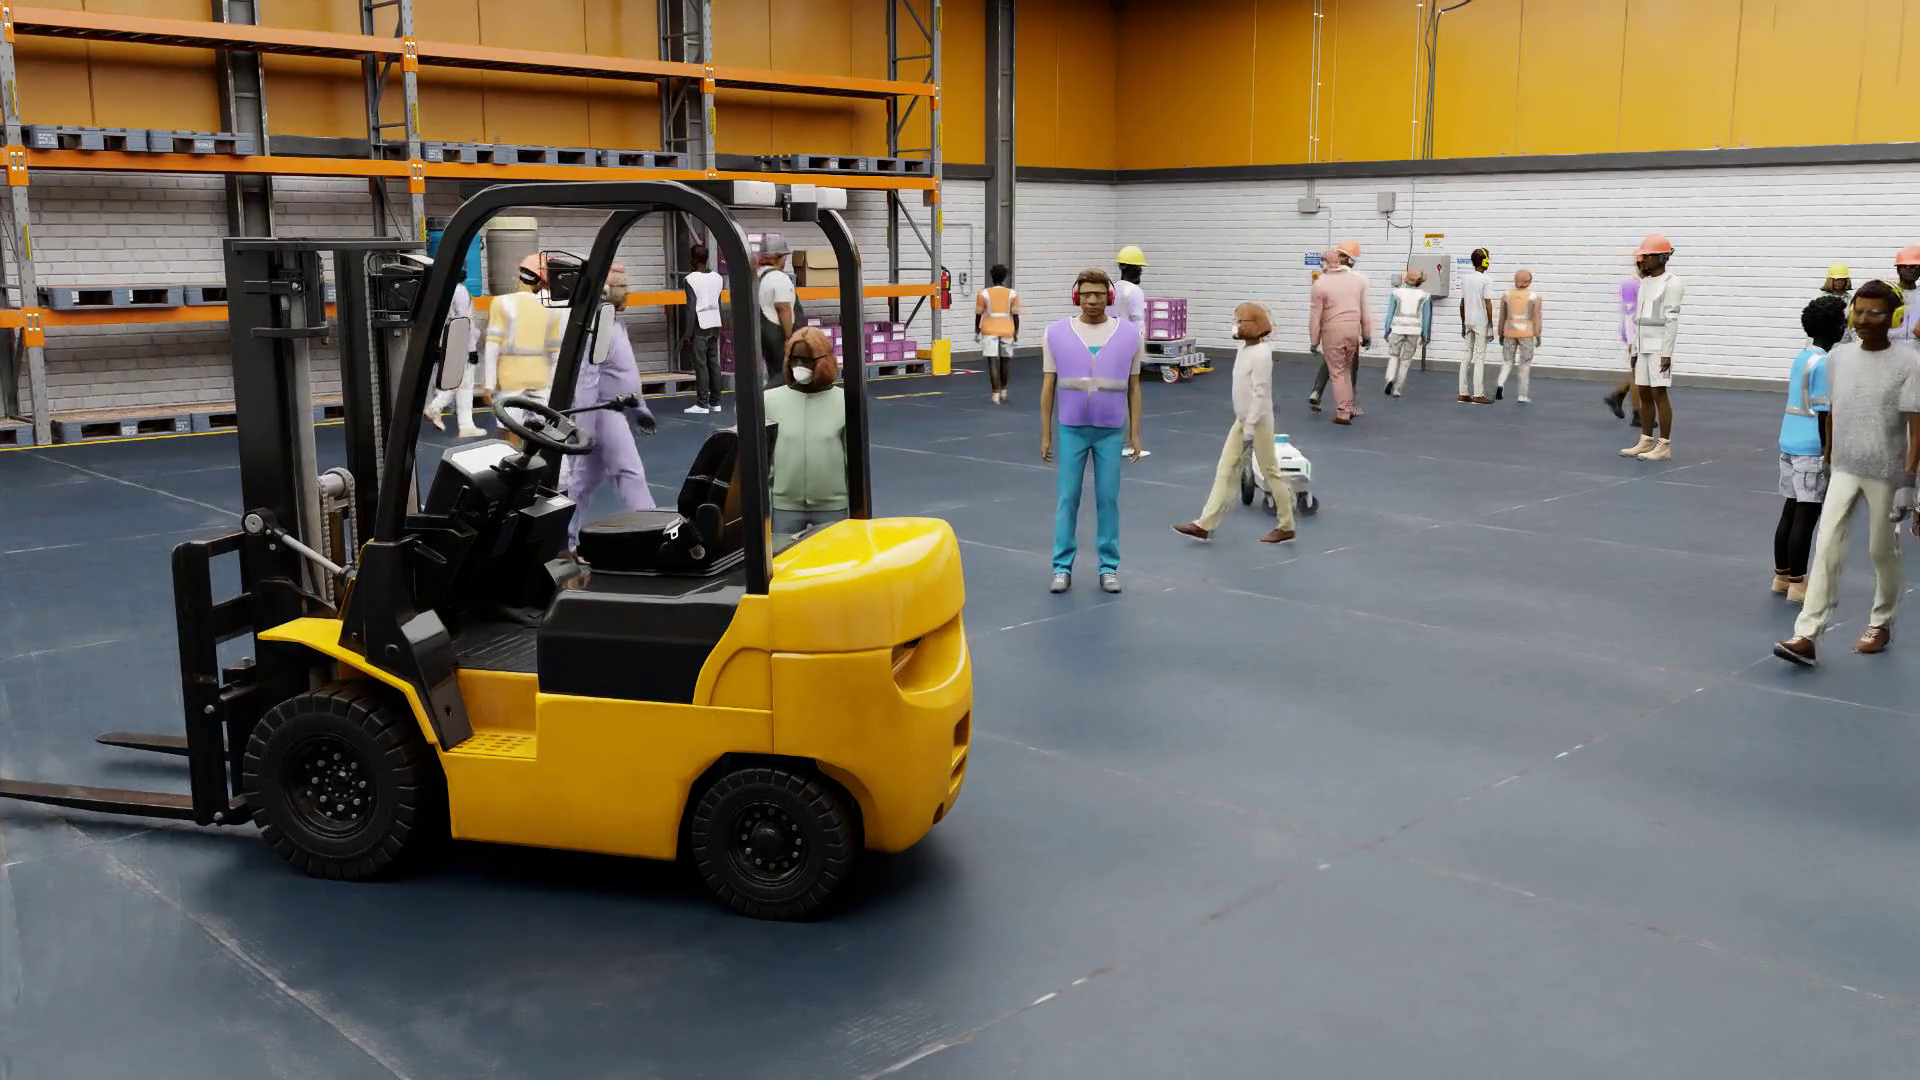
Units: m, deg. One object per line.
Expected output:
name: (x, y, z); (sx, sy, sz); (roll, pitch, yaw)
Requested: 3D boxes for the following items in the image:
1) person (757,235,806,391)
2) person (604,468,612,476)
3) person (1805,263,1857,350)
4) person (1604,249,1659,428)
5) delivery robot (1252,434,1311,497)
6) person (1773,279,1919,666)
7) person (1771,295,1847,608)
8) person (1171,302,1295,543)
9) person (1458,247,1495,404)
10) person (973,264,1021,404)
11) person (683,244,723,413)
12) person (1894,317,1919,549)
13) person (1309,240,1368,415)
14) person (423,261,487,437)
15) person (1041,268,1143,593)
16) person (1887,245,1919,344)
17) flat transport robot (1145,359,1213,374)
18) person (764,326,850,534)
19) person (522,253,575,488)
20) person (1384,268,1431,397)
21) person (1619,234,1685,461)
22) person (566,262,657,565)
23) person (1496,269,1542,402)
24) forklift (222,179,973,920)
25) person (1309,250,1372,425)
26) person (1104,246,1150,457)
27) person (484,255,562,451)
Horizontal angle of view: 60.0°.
person: (-1.911, -2.105, 17.021); (0.679, 2.000, 0.697); (-6, 12, -29)
person: (-2.976, -1.385, 13.775); (0.347, 1.812, 0.710); (7, 12, 32)
person: (8.821, -1.922, 16.838); (0.494, 1.743, 0.308); (1, 10, 7)
person: (7.186, -2.161, 17.649); (0.566, 1.922, 0.641); (-8, 13, -36)
delivery robot: (2.366, -0.536, 12.264); (0.477, 0.478, 0.707); (0, 10, 2)
person: (4.237, -0.302, 7.810); (0.991, 1.812, 0.539); (-8, 13, -36)
person: (4.684, -0.488, 9.135); (0.318, 1.700, 0.536); (2, 11, 11)
person: (1.840, -0.751, 10.851); (0.842, 1.579, 0.519); (-2, 11, -11)
person: (6.241, -2.575, 20.043); (0.328, 1.876, 0.513); (-5, 12, -27)
person: (0.436, -2.507, 20.218); (0.551, 1.660, 0.803); (-2, 11, -10)
person: (-2.930, -2.406, 18.991); (0.391, 1.922, 0.593); (6, 12, 29)
person: (6.214, -0.746, 10.763); (0.558, 1.621, 0.440); (5, 11, 24)
person: (4.266, -2.369, 18.665); (0.625, 1.971, 0.712); (-9, 14, -40)
person: (-5.063, -1.930, 16.654); (0.516, 1.828, 0.630); (-8, 13, -37)
person: (0.742, -0.615, 9.438); (0.571, 1.840, 0.373); (0, 10, 1)
person: (7.936, -1.510, 14.047); (0.545, 1.942, 0.354); (2, 11, 12)
flat transport robot: (2.942, -2.591, 24.505); (1.431, 0.197, 0.652); (8, 13, 37)
person: (-0.657, -0.120, 7.308); (0.498, 1.633, 0.281); (0, 10, -3)
person: (-3.228, -1.278, 12.942); (0.584, 1.882, 0.345); (3, 11, 16)
person: (5.574, -2.576, 20.742); (0.548, 1.609, 0.399); (4, 11, 19)
person: (6.234, -1.728, 15.004); (0.393, 2.038, 0.606); (-1, 10, -8)
person: (-2.066, -0.738, 10.076); (0.982, 1.855, 0.652); (-1, 10, -7)
person: (6.758, -2.459, 20.114); (0.535, 1.631, 0.450); (8, 13, 39)
forklift: (-1.114, -0.058, 5.440); (2.313, 2.155, 1.214); (2, 11, 13)
person: (4.048, -2.176, 17.903); (0.711, 1.863, 0.632); (-4, 11, -22)
person: (1.533, -1.722, 15.250); (0.384, 1.923, 0.594); (-5, 11, -24)
person: (-3.202, -1.122, 12.123); (0.662, 1.884, 0.363); (-9, 14, -41)
